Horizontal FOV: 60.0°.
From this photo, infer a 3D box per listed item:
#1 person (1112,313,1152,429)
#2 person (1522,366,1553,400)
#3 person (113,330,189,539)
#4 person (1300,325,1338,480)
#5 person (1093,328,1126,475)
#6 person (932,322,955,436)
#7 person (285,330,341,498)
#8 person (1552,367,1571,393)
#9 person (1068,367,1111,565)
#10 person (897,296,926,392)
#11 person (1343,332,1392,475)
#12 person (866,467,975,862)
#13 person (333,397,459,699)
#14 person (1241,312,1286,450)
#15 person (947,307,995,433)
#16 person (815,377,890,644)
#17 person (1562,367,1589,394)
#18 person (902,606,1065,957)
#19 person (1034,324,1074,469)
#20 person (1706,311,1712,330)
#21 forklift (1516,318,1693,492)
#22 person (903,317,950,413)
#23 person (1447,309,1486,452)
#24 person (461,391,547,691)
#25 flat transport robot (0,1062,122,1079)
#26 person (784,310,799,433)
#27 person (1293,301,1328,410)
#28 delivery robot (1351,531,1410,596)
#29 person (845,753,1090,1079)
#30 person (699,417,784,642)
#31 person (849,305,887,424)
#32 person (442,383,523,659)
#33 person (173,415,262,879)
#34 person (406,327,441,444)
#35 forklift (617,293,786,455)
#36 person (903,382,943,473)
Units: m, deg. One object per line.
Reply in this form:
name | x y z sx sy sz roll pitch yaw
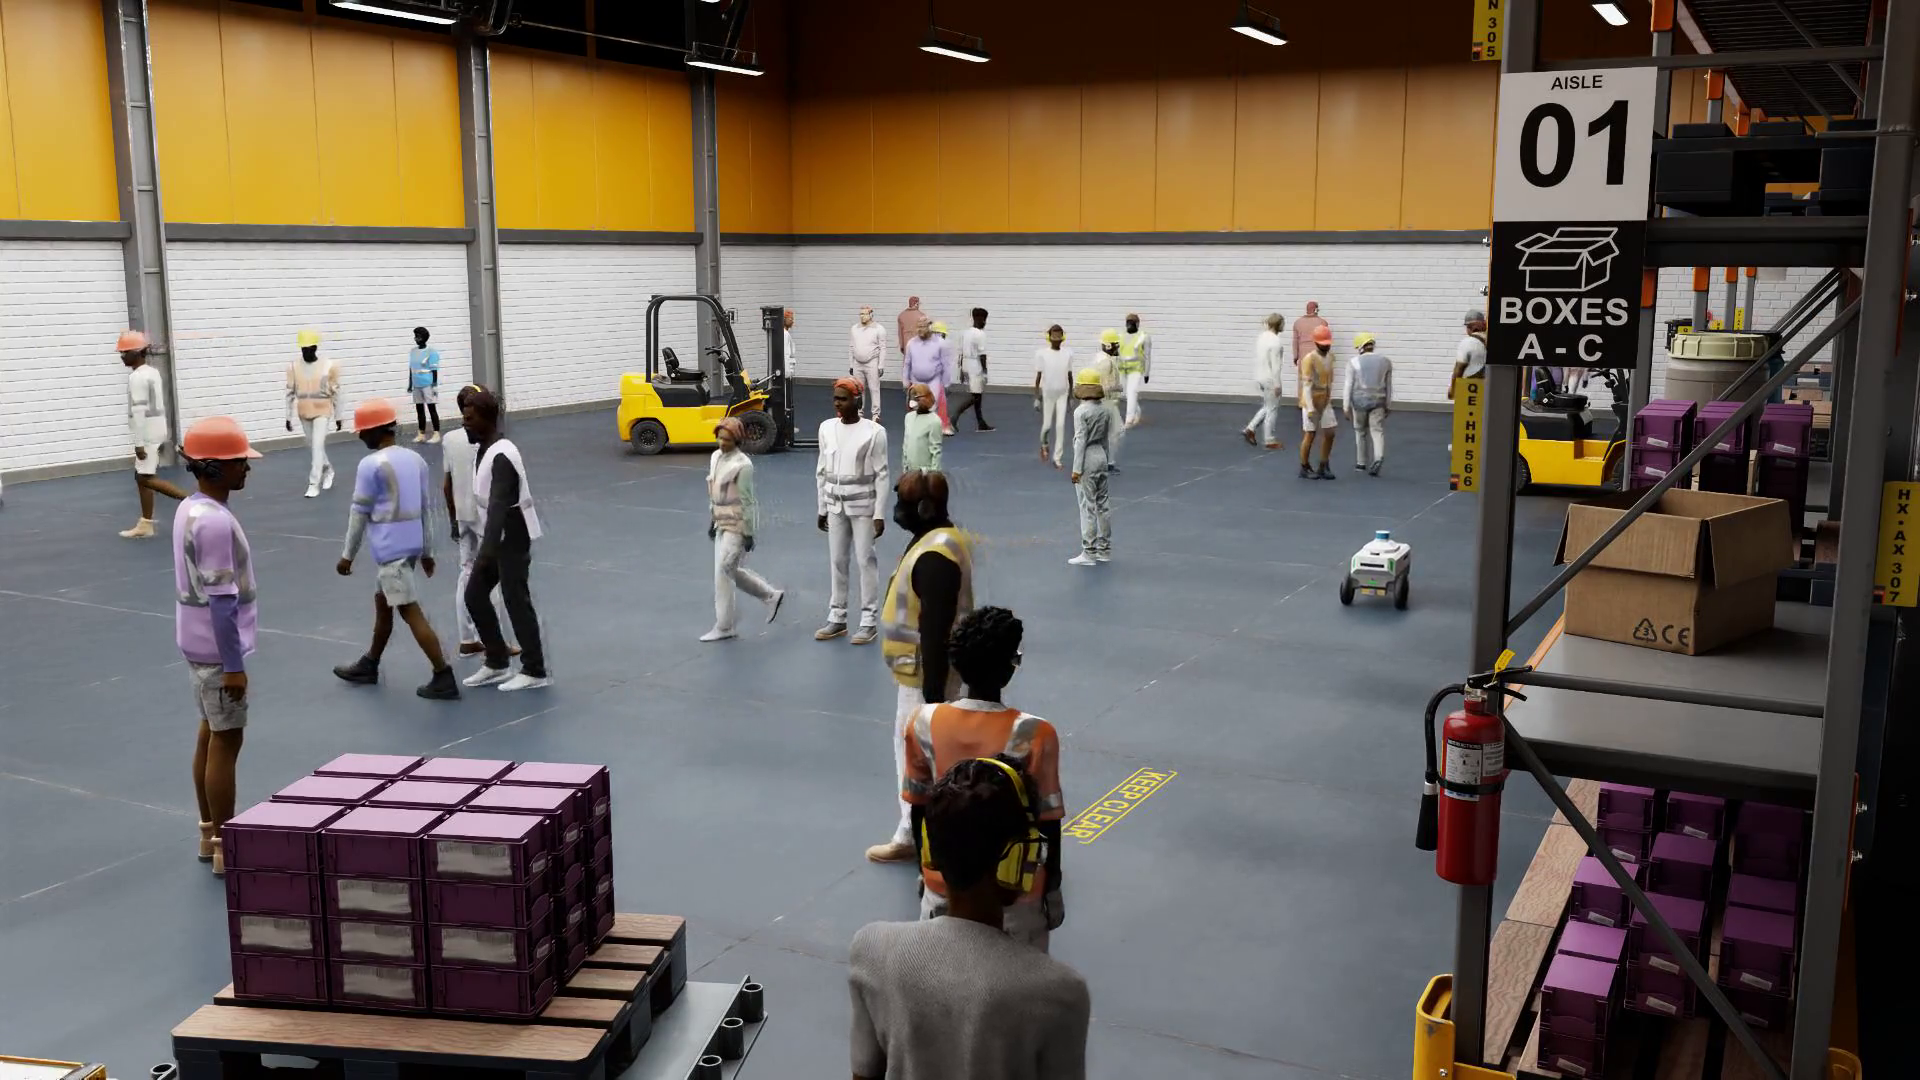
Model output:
person | 2.718 -2.665 26.166 0.627 1.814 0.803 7 12 37
person | 7.605 -1.955 21.967 0.571 1.840 0.373 -6 11 -30
person | -7.678 -0.995 15.940 0.828 2.016 0.634 -2 10 -13
person | 4.297 -1.640 20.015 0.579 1.881 0.617 -6 12 -32
person | 1.861 -1.689 20.483 0.497 1.819 0.619 0 10 1
person | -0.407 -2.438 25.164 0.545 1.712 0.944 -6 11 -29
person | -7.384 -1.470 19.042 0.601 1.890 0.955 0 10 1
person | 8.269 -2.242 23.377 0.585 1.929 0.377 5 11 28
person | 1.137 -0.650 14.699 0.323 1.742 0.492 8 12 38
person | -0.892 -3.812 32.556 0.637 1.901 0.403 5 11 28
person | 5.074 -1.687 20.634 0.620 1.780 0.833 0 10 0
person | -0.053 0.579 7.388 0.678 1.825 0.622 0 10 -2
person | -3.525 0.050 10.319 0.992 1.873 0.533 2 10 14
person | 4.276 -2.192 23.098 0.503 1.924 0.645 -2 10 -11
person | 0.158 -2.583 25.366 0.824 1.934 0.617 -5 11 -27
person | -0.767 -0.207 11.731 0.575 1.882 0.361 6 11 31
person | 9.266 -2.512 25.285 0.838 1.821 0.628 -9 13 -41
person | 0.081 1.039 5.052 0.530 1.697 0.321 5 11 28
person | 1.214 -1.854 21.376 0.514 1.852 0.621 -1 10 -6
person | 10.898 -2.441 24.531 0.566 1.926 0.400 -3 10 -16
forklift | 7.066 -1.601 18.899 2.313 2.155 1.214 5 11 27
person | -0.497 -2.206 23.414 0.654 1.846 1.032 4 11 21
person | 6.756 -2.077 22.098 0.699 2.000 0.943 -6 12 -33
person | -2.915 0.023 10.383 0.638 1.894 0.627 -6 11 -29
flat transport robot | -3.086 1.813 4.697 0.652 0.197 1.431 2 10 10
person | -2.686 -2.580 25.485 0.362 1.877 0.575 -2 10 -13
person | 6.151 -3.218 29.117 0.637 1.901 0.403 5 11 28
delivery robot | 3.321 0.171 13.108 0.477 0.478 0.707 5 11 25
person | 0.034 1.303 3.046 0.518 1.865 0.330 5 11 28
person | -1.563 -0.089 11.830 0.603 1.605 0.523 -5 11 -29
person | -1.503 -2.798 26.661 0.638 1.909 0.408 4 11 23
person | -3.261 -0.124 11.285 0.518 1.874 0.330 5 11 28
person | -3.250 0.465 7.374 0.397 2.043 0.609 -6 12 -32
person | -7.733 -2.230 23.997 0.536 1.695 0.317 5 11 28
forklift | -3.588 -2.317 23.042 2.313 2.155 1.214 -1 10 -5
person | -0.336 -0.573 14.587 0.291 1.633 0.505 -7 12 -35
